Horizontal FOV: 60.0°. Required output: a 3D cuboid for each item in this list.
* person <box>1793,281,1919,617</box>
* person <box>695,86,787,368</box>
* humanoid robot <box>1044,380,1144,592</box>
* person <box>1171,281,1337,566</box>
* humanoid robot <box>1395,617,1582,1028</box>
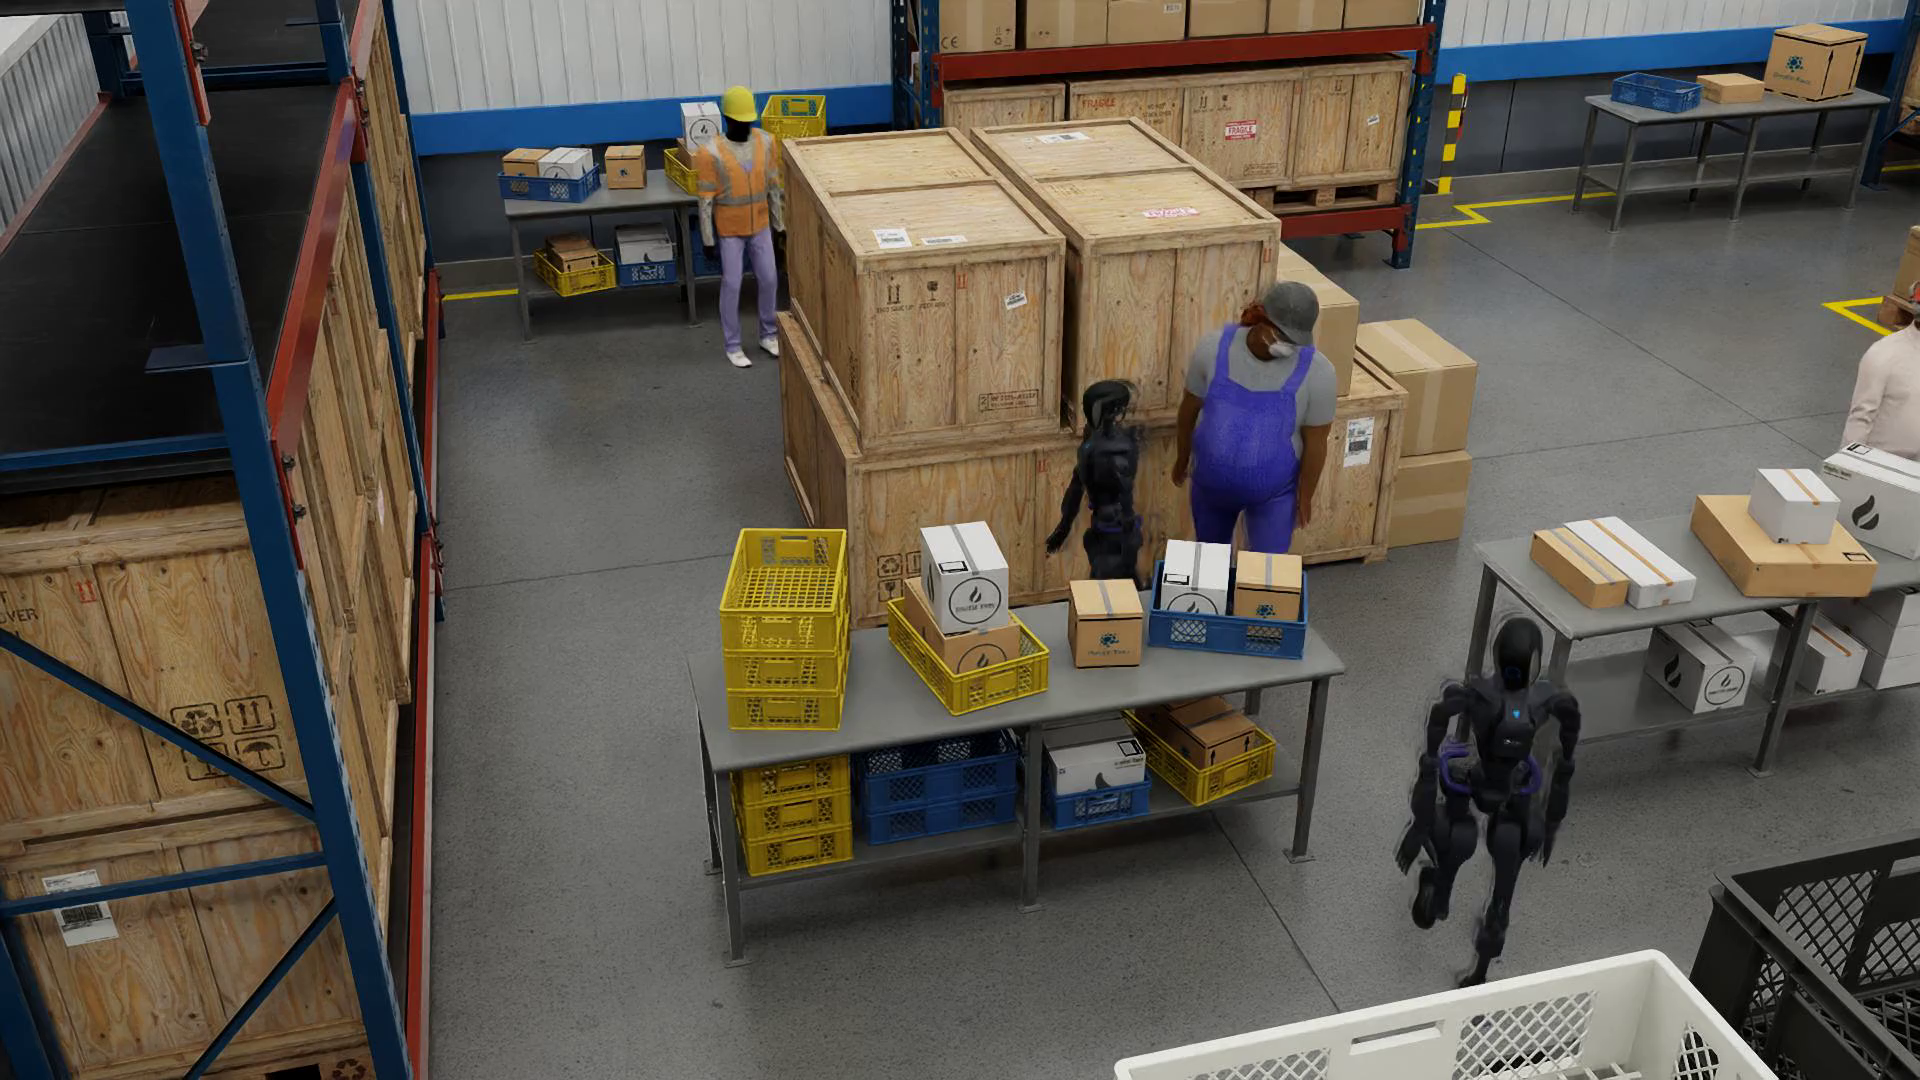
[{"bbox_3d":[4.485,-0.375,8.024,0.618,1.987,0.403,-10,31,-18],"label":"person"},{"bbox_3d":[-1.467,-2.121,11.264,0.622,1.917,0.407,-20,34,-32],"label":"person"},{"bbox_3d":[0.736,-0.003,7.700,0.724,1.632,0.526,-4,29,-7],"label":"humanoid robot"},{"bbox_3d":[1.353,-0.339,7.898,0.755,2.000,0.558,13,31,22],"label":"person"},{"bbox_3d":[1.860,0.939,5.964,0.586,1.642,0.531,3,29,5],"label":"humanoid robot"}]
